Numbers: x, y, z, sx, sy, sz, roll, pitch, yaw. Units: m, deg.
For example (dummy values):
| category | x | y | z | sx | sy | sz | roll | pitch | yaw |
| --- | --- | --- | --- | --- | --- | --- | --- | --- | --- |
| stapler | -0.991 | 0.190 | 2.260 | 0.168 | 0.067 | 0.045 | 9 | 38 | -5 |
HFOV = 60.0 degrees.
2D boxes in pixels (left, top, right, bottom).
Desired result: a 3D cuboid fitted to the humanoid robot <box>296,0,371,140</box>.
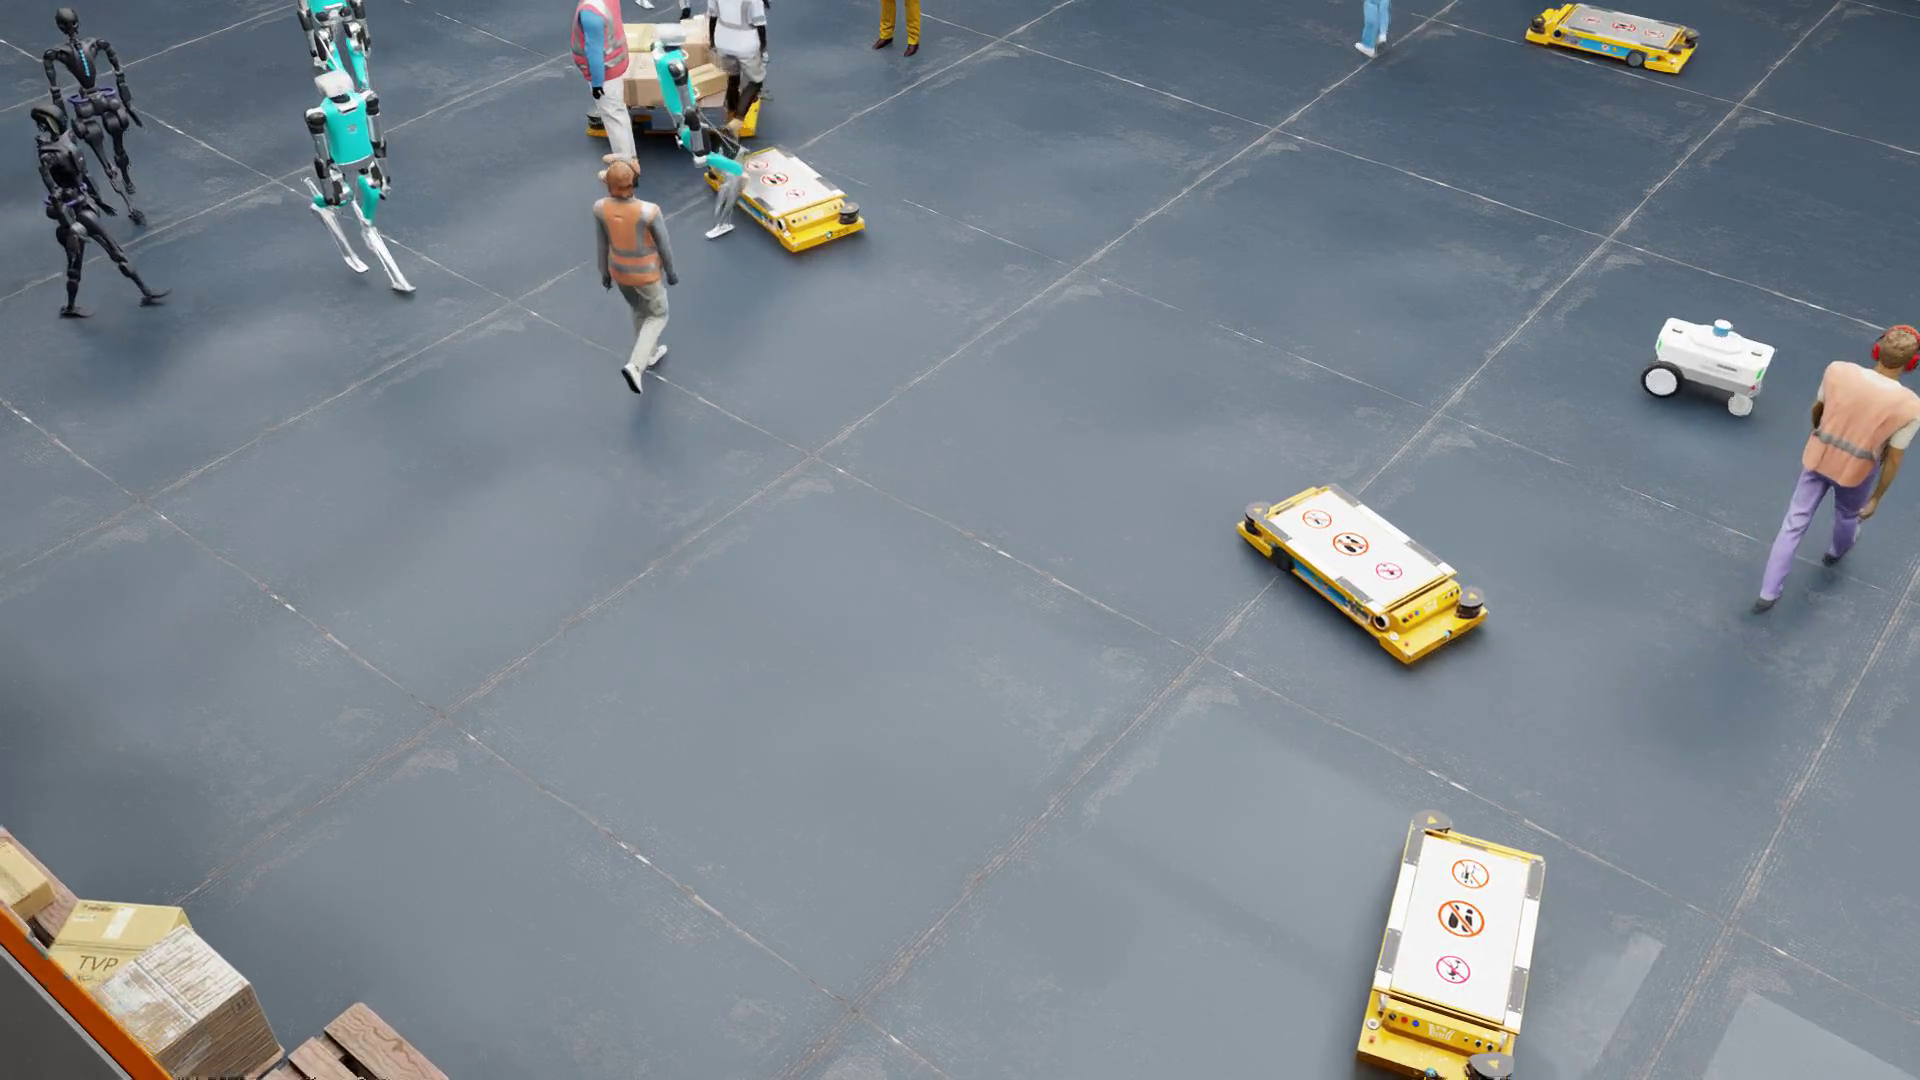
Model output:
| category | x | y | z | sx | sy | sz | roll | pitch | yaw |
| --- | --- | --- | --- | --- | --- | --- | --- | --- | --- |
| humanoid robot | -5.019 | -3.996 | 13.670 | 0.537 | 1.797 | 0.805 | -25 | 47 | -27 |

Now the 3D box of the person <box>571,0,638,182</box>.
| category | x | y | z | sx | sy | sz | roll | pitch | yaw |
| --- | --- | --- | --- | --- | --- | --- | --- | --- | --- |
| person | -2.862 | -3.771 | 13.313 | 0.432 | 1.835 | 0.630 | 1 | 40 | 1 |

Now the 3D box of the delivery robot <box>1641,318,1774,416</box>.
| category | x | y | z | sx | sy | sz | roll | pitch | yaw |
| --- | --- | --- | --- | --- | --- | --- | --- | --- | --- |
| delivery robot | 5.085 | -1.224 | 11.283 | 0.768 | 0.576 | 0.499 | 22 | 45 | 24 |

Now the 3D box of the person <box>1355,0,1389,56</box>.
| category | x | y | z | sx | sy | sz | roll | pitch | yaw |
| --- | --- | --- | --- | --- | --- | --- | --- | --- | --- |
| person | 3.846 | -5.274 | 15.156 | 0.512 | 1.712 | 0.426 | -13 | 42 | -14 |

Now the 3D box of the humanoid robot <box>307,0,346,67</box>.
| category | x | y | z | sx | sy | sz | roll | pitch | yaw |
| --- | --- | --- | --- | --- | --- | --- | --- | --- | --- |
| humanoid robot | -5.812 | -5.038 | 14.962 | 0.745 | 1.901 | 0.551 | -24 | 46 | -26 |

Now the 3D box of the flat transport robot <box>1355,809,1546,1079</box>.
| category | x | y | z | sx | sy | sz | roll | pitch | yaw |
| --- | --- | --- | --- | --- | --- | --- | --- | --- | --- |
| flat transport robot | 2.334 | 1.914 | 7.826 | 0.659 | 0.231 | 1.431 | 14 | 42 | 16 |

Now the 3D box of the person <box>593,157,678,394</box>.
| category | x | y | z | sx | sy | sz | roll | pitch | yaw |
| --- | --- | --- | --- | --- | --- | --- | --- | --- | --- |
| person | -2.186 | -1.750 | 11.091 | 0.514 | 1.610 | 0.630 | 15 | 43 | 17 |

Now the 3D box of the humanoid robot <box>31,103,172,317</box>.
| category | x | y | z | sx | sy | sz | roll | pitch | yaw |
| --- | --- | --- | --- | --- | --- | --- | --- | --- | --- |
| humanoid robot | -6.213 | -2.316 | 11.747 | 0.778 | 1.621 | 0.600 | -1 | 40 | -1 |

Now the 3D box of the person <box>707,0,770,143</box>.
| category | x | y | z | sx | sy | sz | roll | pitch | yaw |
| --- | --- | --- | --- | --- | --- | --- | --- | --- | --- |
| person | -1.871 | -4.084 | 13.798 | 0.602 | 1.676 | 0.542 | 17 | 43 | 19 |

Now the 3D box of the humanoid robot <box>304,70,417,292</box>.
| category | x | y | z | sx | sy | sz | roll | pitch | yaw |
| --- | --- | --- | --- | --- | --- | --- | --- | --- | --- |
| humanoid robot | -4.439 | -2.613 | 12.015 | 0.531 | 1.724 | 0.996 | -33 | 50 | -32 |

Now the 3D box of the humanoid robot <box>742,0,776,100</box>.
| category | x | y | z | sx | sy | sz | roll | pitch | yaw |
| --- | --- | --- | --- | --- | --- | --- | --- | --- | --- |
| humanoid robot | -1.827 | -4.673 | 14.485 | 0.359 | 1.655 | 0.591 | 6 | 41 | 7 |

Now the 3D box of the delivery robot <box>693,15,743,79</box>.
| category | x | y | z | sx | sy | sz | roll | pitch | yaw |
| --- | --- | --- | --- | --- | --- | --- | --- | --- | --- |
| delivery robot | -2.364 | -4.454 | 15.111 | 0.815 | 0.614 | 0.499 | 0 | 40 | 0 |

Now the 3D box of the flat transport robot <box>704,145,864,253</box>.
| category | x | y | z | sx | sy | sz | roll | pitch | yaw |
| --- | --- | --- | --- | --- | --- | --- | --- | --- | --- |
| flat transport robot | -1.427 | -2.763 | 13.329 | 0.659 | 0.231 | 1.431 | -25 | 46 | -26 |

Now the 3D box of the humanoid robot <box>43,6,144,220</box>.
| category | x | y | z | sx | sy | sz | roll | pitch | yaw |
| --- | --- | --- | --- | --- | --- | --- | --- | --- | --- |
| humanoid robot | -6.731 | -3.327 | 12.961 | 0.612 | 1.634 | 0.827 | -30 | 49 | -30 |

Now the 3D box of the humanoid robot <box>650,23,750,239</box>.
| category | x | y | z | sx | sy | sz | roll | pitch | yaw |
| --- | --- | --- | --- | --- | --- | --- | --- | --- | --- |
| humanoid robot | -1.882 | -3.049 | 12.579 | 0.738 | 1.841 | 0.530 | -18 | 44 | -20 |

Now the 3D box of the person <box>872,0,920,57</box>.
| category | x | y | z | sx | sy | sz | roll | pitch | yaw |
| --- | --- | --- | --- | --- | --- | --- | --- | --- | --- |
| person | -0.573 | -5.297 | 15.164 | 0.523 | 1.750 | 0.345 | 21 | 45 | 23 |

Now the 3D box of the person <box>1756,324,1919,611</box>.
| category | x | y | z | sx | sy | sz | roll | pitch | yaw |
| --- | --- | --- | --- | --- | --- | --- | --- | --- | --- |
| person | 5.033 | -0.450 | 9.433 | 0.560 | 1.782 | 0.981 | 30 | 49 | 30 |

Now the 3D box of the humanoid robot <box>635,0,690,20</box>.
| category | x | y | z | sx | sy | sz | roll | pitch | yaw |
| --- | --- | --- | --- | --- | --- | --- | --- | --- | --- |
| humanoid robot | -2.908 | -5.810 | 15.811 | 0.558 | 1.789 | 0.970 | -30 | 49 | -30 |

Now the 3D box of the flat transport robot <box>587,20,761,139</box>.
| category | x | y | z | sx | sy | sz | roll | pitch | yaw |
| --- | --- | --- | --- | --- | --- | --- | --- | --- | --- |
| flat transport robot | -2.483 | -3.737 | 14.474 | 1.431 | 0.231 | 0.659 | 0 | 40 | 0 |

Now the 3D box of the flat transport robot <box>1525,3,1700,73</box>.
| category | x | y | z | sx | sy | sz | roll | pitch | yaw |
| --- | --- | --- | --- | --- | --- | --- | --- | --- | --- |
| flat transport robot | 6.142 | -4.744 | 15.659 | 1.431 | 0.231 | 0.659 | 23 | 45 | 25 |

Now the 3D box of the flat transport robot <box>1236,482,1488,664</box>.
| category | x | y | z | sx | sy | sz | roll | pitch | yaw |
| --- | --- | --- | --- | --- | --- | --- | --- | --- | --- |
| flat transport robot | 2.376 | 0.148 | 9.904 | 0.659 | 0.231 | 1.431 | -24 | 46 | -26 |
